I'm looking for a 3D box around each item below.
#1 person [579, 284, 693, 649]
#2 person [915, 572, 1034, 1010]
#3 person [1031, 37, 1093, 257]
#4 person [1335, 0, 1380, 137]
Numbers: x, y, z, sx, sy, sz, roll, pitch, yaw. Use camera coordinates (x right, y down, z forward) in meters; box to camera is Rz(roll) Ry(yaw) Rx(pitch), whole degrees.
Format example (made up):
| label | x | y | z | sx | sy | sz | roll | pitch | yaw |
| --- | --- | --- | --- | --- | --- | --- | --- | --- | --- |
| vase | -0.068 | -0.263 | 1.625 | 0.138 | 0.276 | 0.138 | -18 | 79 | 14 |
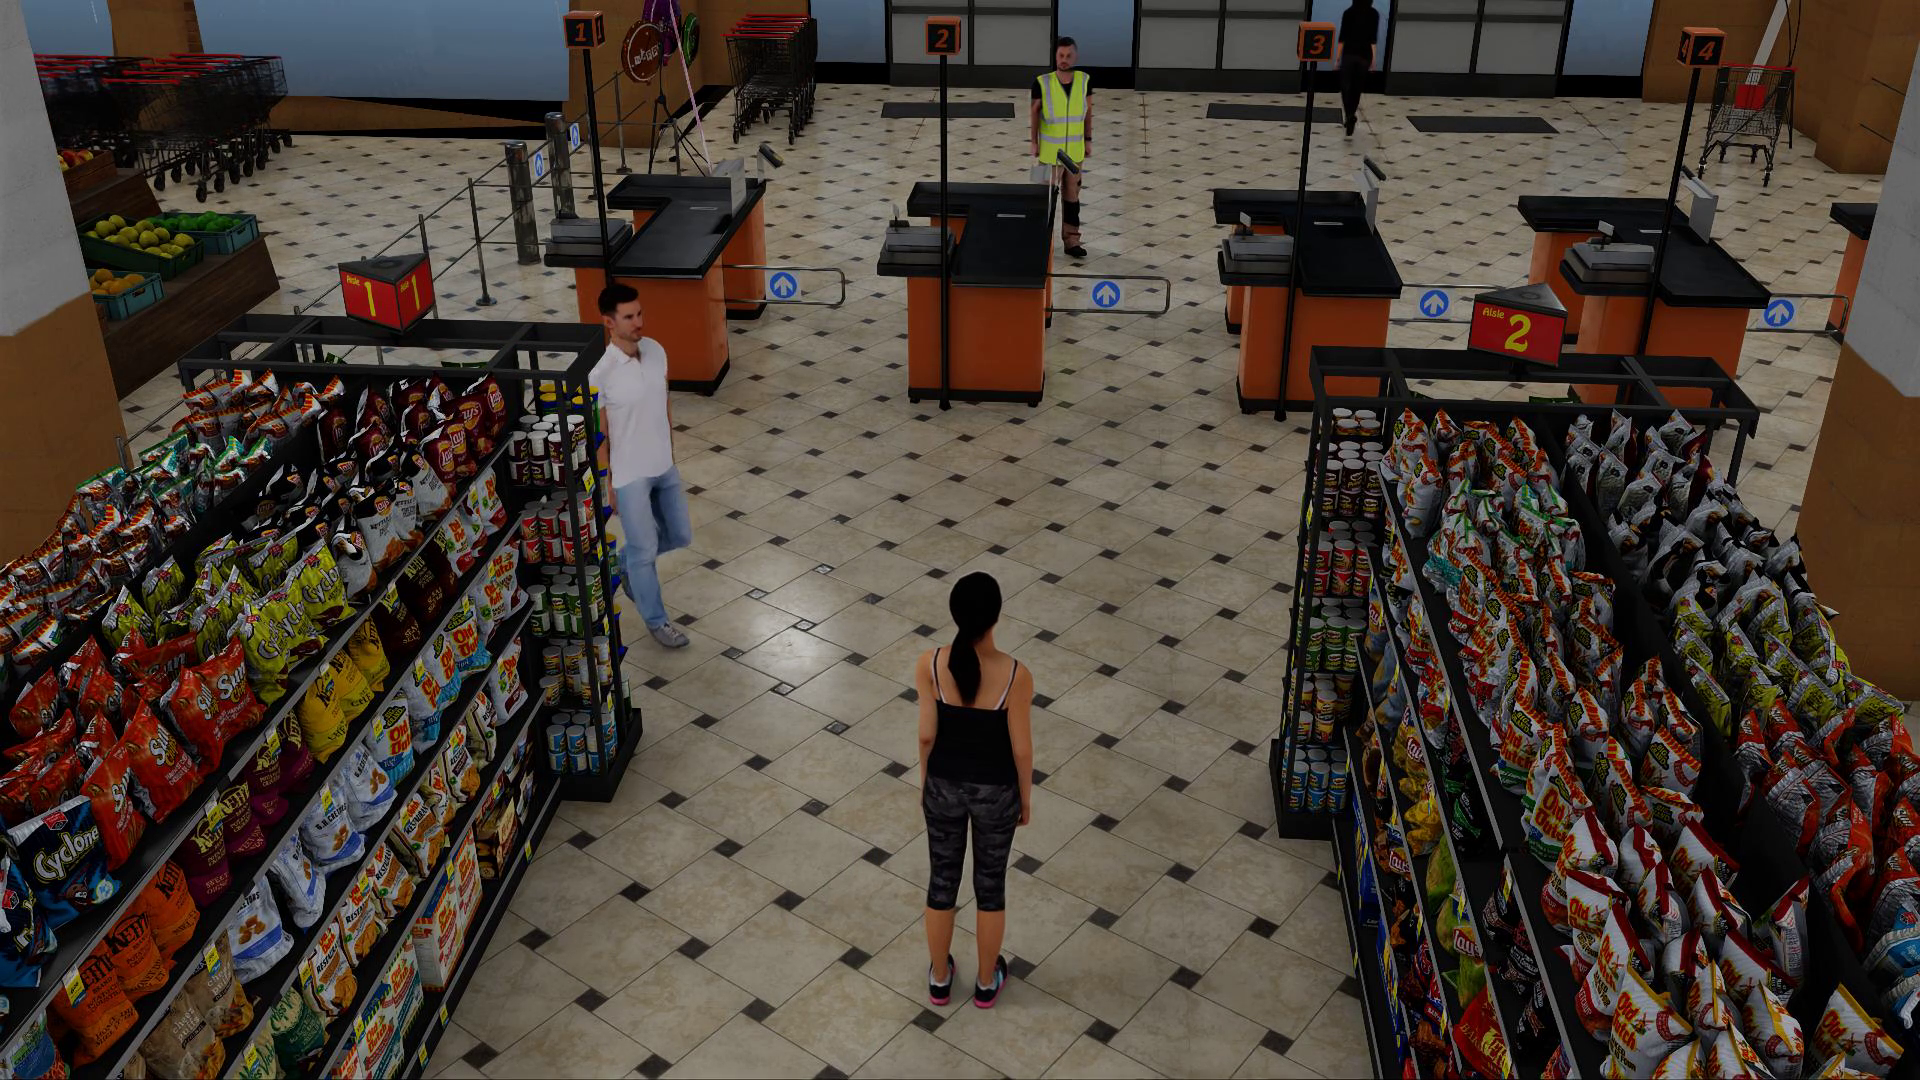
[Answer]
| label | x | y | z | sx | sy | sz | roll | pitch | yaw |
| --- | --- | --- | --- | --- | --- | --- | --- | --- | --- |
| person | -1.624 | -0.373 | 8.171 | 1.011 | 1.843 | 0.995 | 20 | 33 | 35 |
| person | 0.037 | 0.896 | 5.804 | 0.574 | 1.723 | 0.552 | 5 | 27 | 10 |
| person | 0.855 | -3.259 | 13.863 | 0.809 | 1.845 | 0.827 | -8 | 28 | -15 |
| person | 4.245 | -5.122 | 17.785 | 0.630 | 1.619 | 1.020 | 0 | 27 | 0 |
